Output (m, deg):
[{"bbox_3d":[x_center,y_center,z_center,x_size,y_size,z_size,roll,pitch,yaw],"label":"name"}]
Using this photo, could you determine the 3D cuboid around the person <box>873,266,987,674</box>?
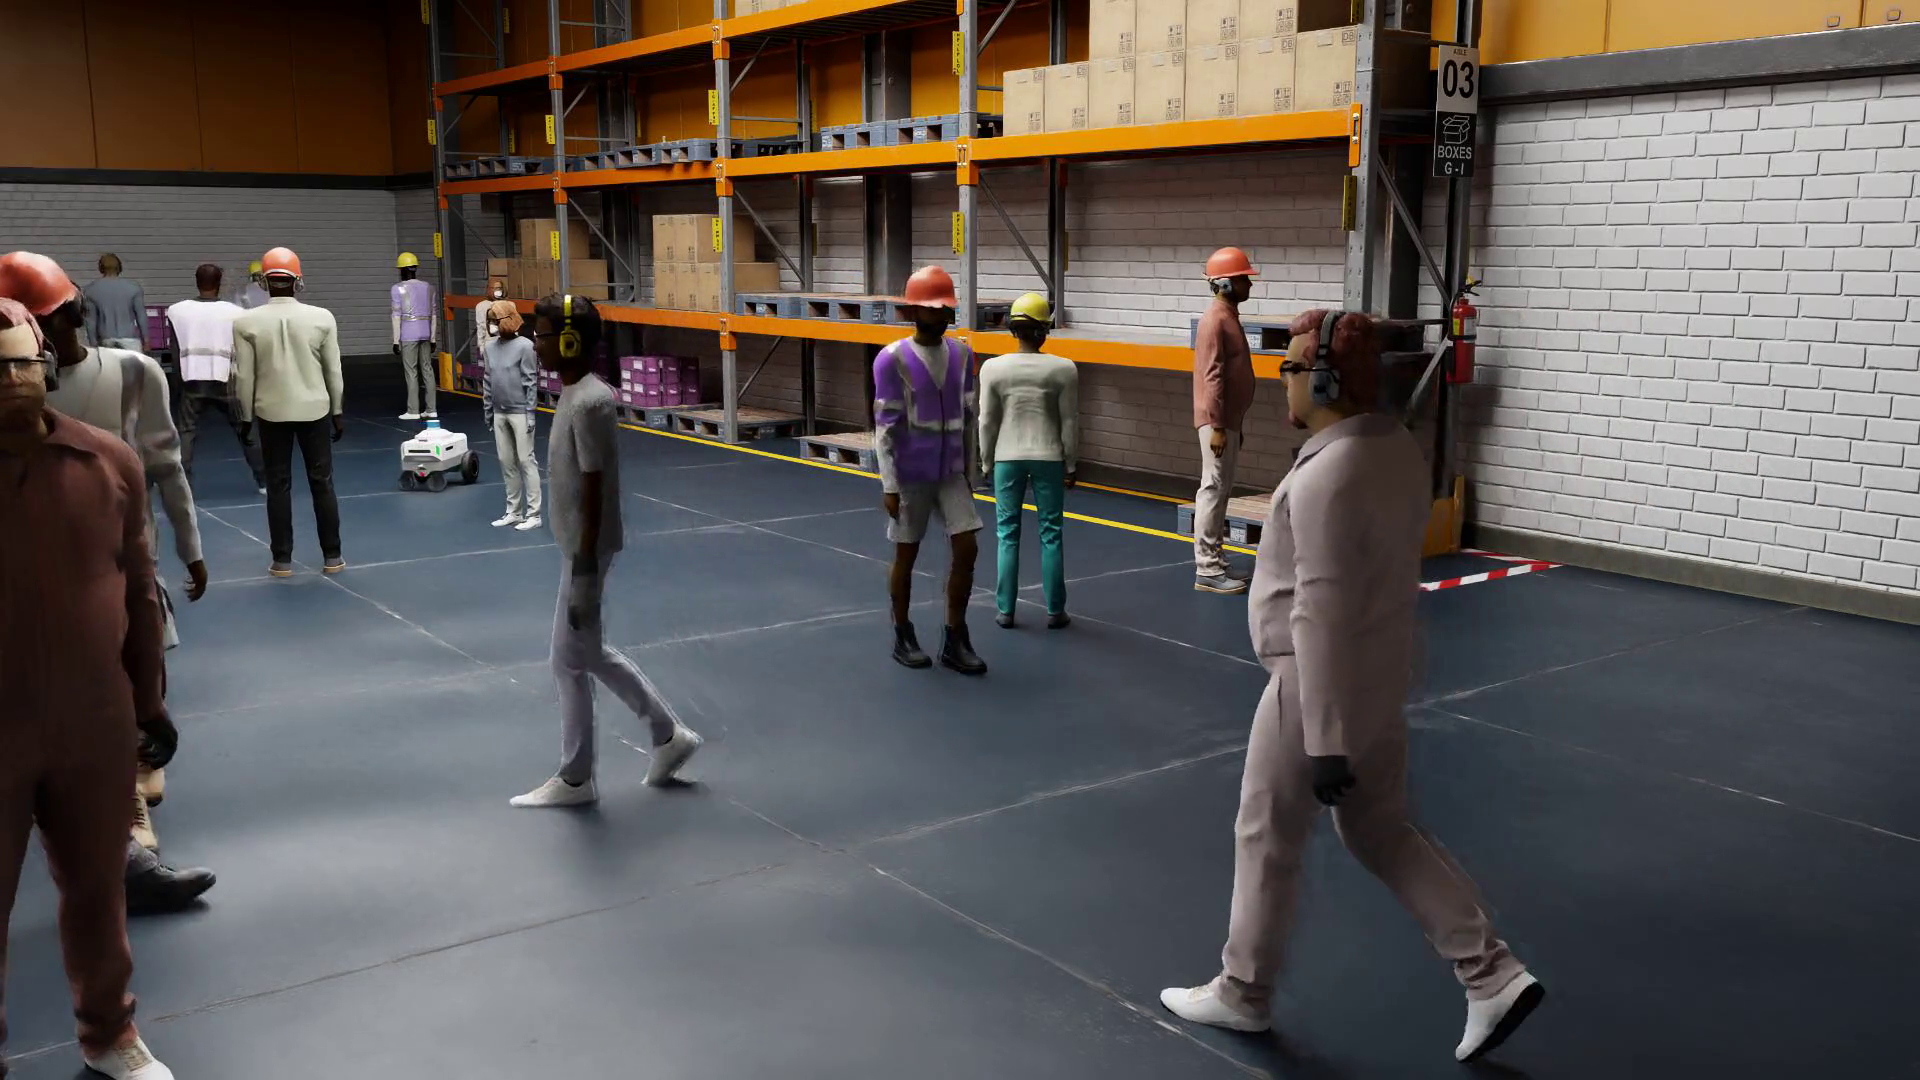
[{"bbox_3d":[-0.123,-0.307,7.765,0.568,1.908,0.718,-6,12,-31],"label":"person"}]

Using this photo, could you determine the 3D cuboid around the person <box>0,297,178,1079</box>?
[{"bbox_3d":[-2.109,0.410,3.774,0.402,1.906,0.652,8,13,39],"label":"person"}]

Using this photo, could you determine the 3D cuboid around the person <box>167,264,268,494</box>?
[{"bbox_3d":[-5.893,-1.258,13.266,0.768,1.870,0.560,-3,11,-19],"label":"person"}]

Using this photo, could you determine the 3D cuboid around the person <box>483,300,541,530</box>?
[{"bbox_3d":[-3.198,-0.885,11.819,0.506,1.622,0.298,6,12,31],"label":"person"}]

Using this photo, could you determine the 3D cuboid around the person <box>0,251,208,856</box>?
[{"bbox_3d":[-2.869,0.053,5.513,0.678,1.997,0.578,-6,12,-29],"label":"person"}]

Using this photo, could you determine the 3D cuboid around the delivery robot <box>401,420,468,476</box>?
[{"bbox_3d":[-4.352,-0.748,13.780,0.477,0.478,0.707,0,10,3],"label":"delivery robot"}]

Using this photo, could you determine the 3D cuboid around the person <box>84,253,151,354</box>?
[{"bbox_3d":[-9.461,-2.253,18.657,0.643,1.923,0.704,-2,10,-10],"label":"person"}]

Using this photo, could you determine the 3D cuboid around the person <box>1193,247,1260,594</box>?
[{"bbox_3d":[1.541,-0.695,9.707,0.375,1.997,0.612,3,11,17],"label":"person"}]

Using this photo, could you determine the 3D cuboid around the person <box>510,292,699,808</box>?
[{"bbox_3d":[-1.314,0.057,5.961,0.566,1.885,0.562,-2,10,-11],"label":"person"}]

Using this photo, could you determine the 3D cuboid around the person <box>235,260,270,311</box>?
[{"bbox_3d":[-8.775,-2.608,20.926,0.601,1.819,0.580,-5,11,-27],"label":"person"}]

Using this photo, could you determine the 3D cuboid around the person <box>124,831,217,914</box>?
[{"bbox_3d":[-2.758,0.248,4.723,0.976,1.894,0.629,-3,11,-17],"label":"person"}]

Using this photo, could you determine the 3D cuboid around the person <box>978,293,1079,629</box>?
[{"bbox_3d":[0.360,-0.407,8.745,0.526,1.765,0.329,1,10,6],"label":"person"}]

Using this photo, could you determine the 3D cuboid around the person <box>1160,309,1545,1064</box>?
[{"bbox_3d":[0.968,0.374,4.068,0.879,1.879,0.649,7,12,35],"label":"person"}]

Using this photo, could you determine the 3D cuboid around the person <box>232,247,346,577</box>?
[{"bbox_3d":[-4.070,-0.771,10.133,0.610,1.996,0.384,-4,11,-22],"label":"person"}]

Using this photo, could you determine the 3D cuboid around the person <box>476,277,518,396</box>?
[{"bbox_3d":[-5.436,-2.271,19.584,0.498,1.626,0.284,-8,13,-37],"label":"person"}]

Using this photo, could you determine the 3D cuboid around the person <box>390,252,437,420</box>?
[{"bbox_3d":[-6.301,-2.344,19.176,0.402,1.919,0.588,7,12,34],"label":"person"}]
